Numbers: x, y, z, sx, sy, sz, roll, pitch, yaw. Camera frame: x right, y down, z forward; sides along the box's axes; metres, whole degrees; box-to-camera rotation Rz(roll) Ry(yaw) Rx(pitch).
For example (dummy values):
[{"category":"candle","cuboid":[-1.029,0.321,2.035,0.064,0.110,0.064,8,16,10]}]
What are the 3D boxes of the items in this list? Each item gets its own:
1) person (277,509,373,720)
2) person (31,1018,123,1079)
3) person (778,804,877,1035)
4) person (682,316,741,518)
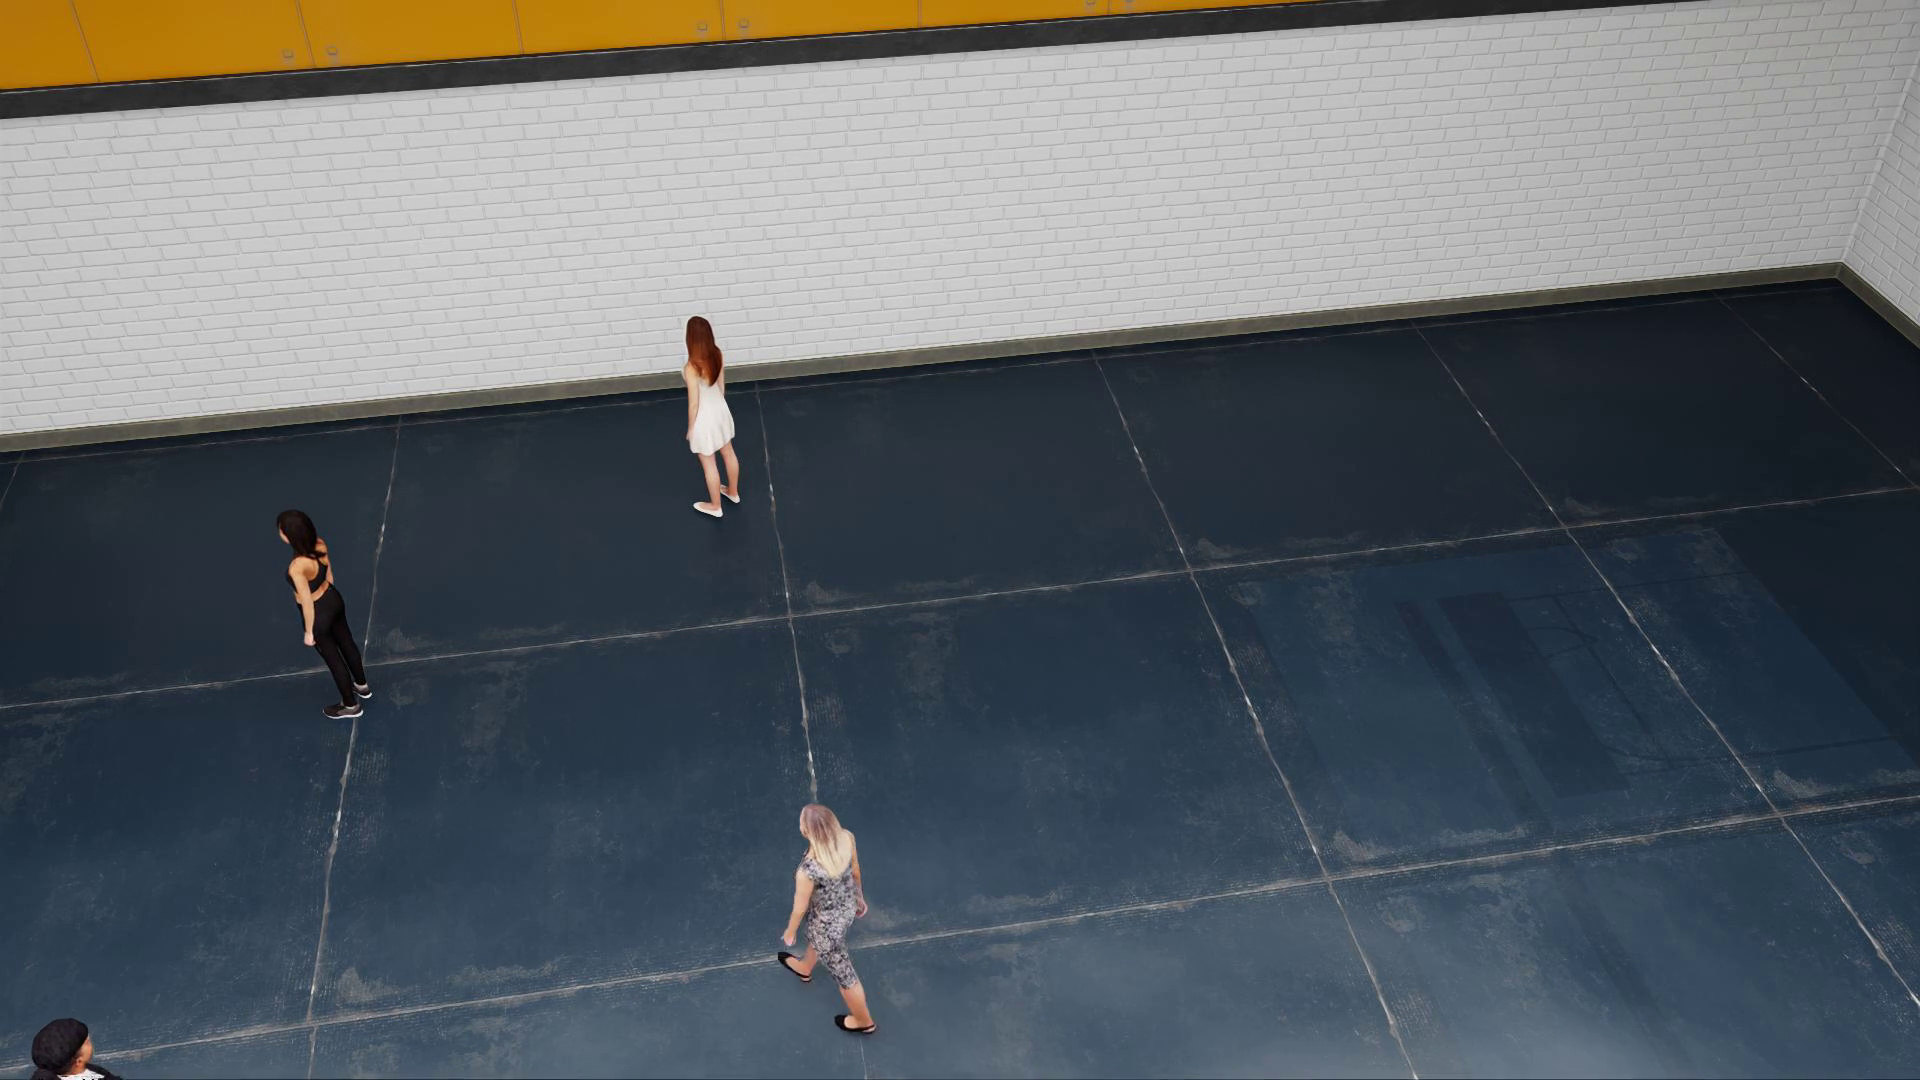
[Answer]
[{"category":"person","cuboid":[-4.141,0.473,10.828,0.682,1.643,0.530,5,39,7]},{"category":"person","cuboid":[-3.881,2.859,7.651,0.781,1.880,0.819,20,43,23]},{"category":"person","cuboid":[-0.603,2.070,8.803,1.034,1.674,0.987,22,44,25]},{"category":"person","cuboid":[-1.887,-0.938,12.540,0.704,1.712,0.645,24,44,27]}]
